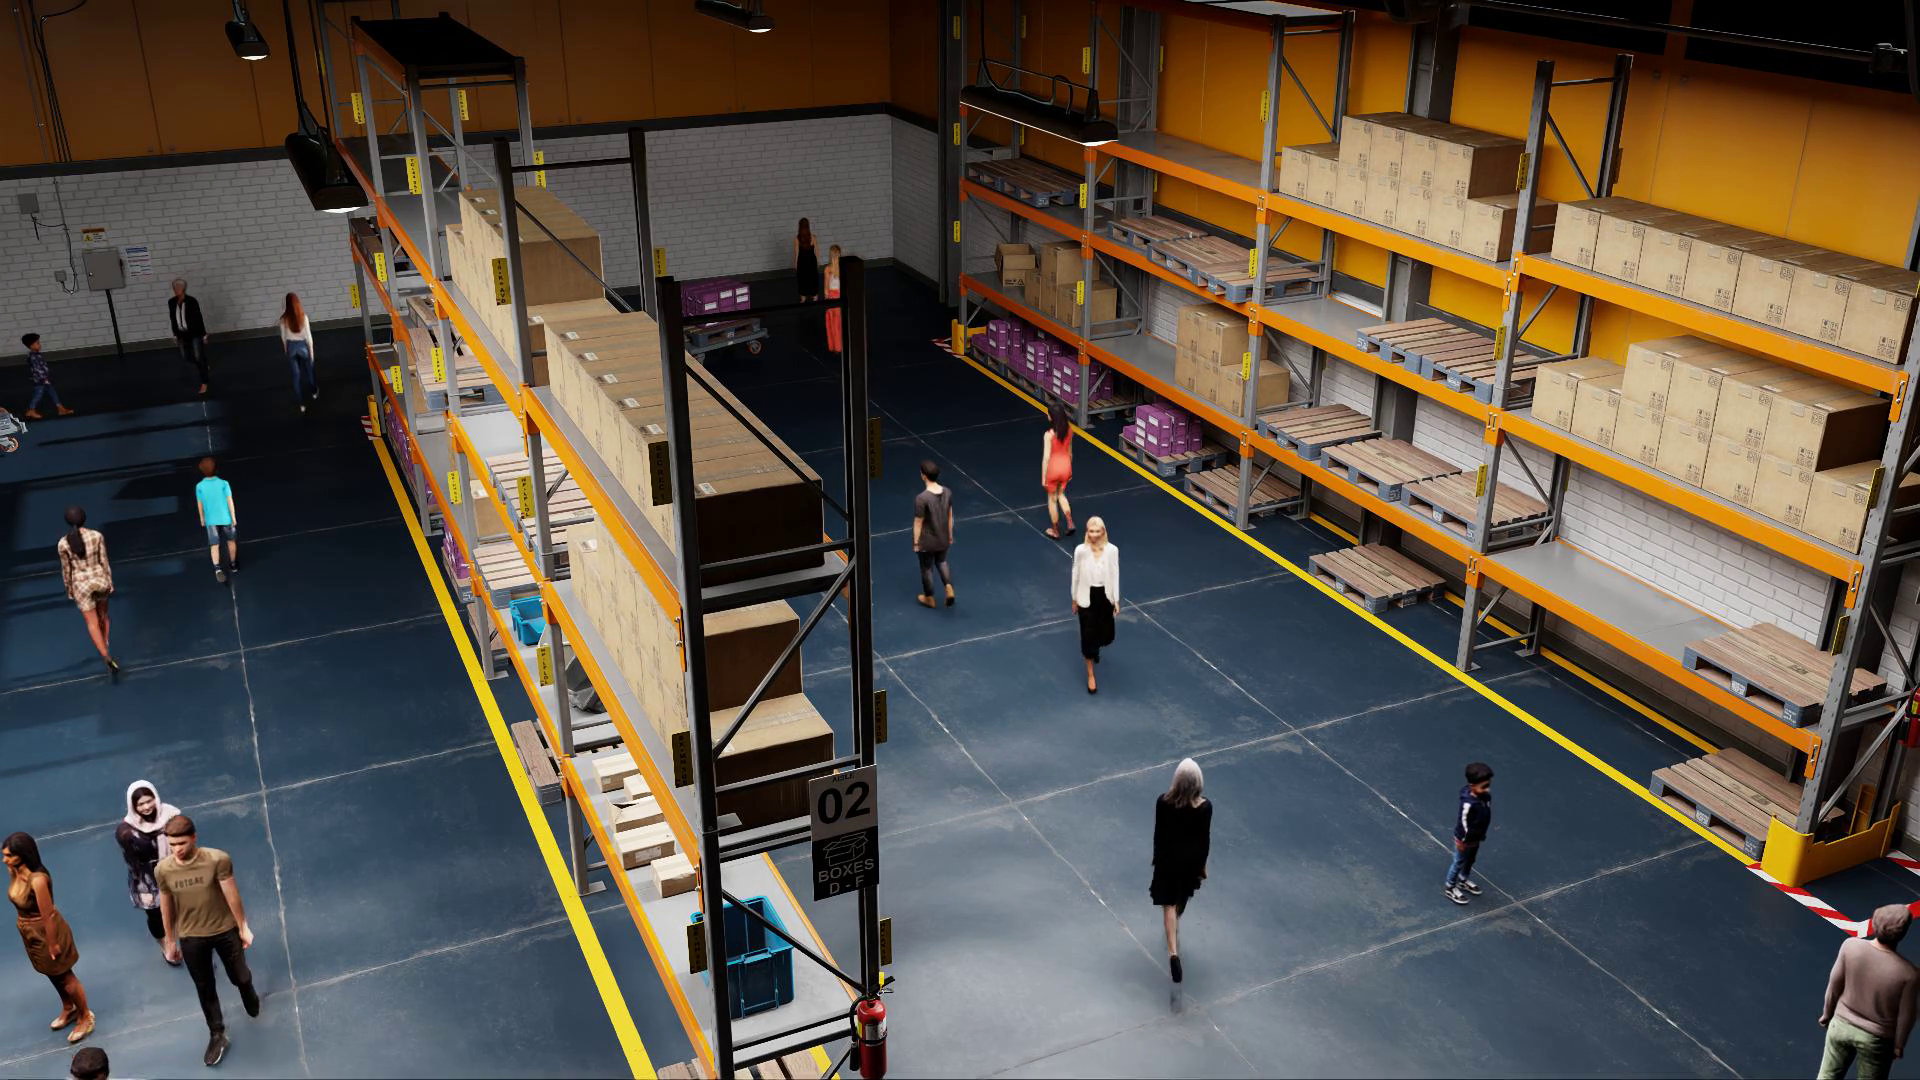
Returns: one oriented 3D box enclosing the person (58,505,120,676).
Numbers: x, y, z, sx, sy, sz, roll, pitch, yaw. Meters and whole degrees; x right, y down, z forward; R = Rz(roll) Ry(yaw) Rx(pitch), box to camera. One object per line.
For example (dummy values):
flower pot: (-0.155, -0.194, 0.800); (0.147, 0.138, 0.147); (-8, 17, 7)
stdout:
person: (-8.602, 0.527, 16.494); (0.725, 1.764, 1.108); (-17, 29, -33)

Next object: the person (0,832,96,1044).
person: (-6.342, 2.740, 11.531); (0.595, 1.683, 0.699); (16, 28, 32)

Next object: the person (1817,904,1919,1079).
person: (5.680, 3.102, 10.465); (0.805, 1.874, 0.657); (-21, 31, -39)

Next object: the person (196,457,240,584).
person: (-8.314, -0.224, 18.626); (0.596, 1.431, 0.905); (-7, 25, -16)

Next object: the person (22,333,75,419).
person: (-13.142, -2.315, 23.666); (0.718, 1.227, 0.839); (-3, 24, -6)

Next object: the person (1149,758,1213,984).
person: (1.606, 2.428, 12.208); (0.968, 1.713, 1.184); (3, 24, 6)

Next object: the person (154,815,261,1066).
person: (-5.171, 2.670, 11.491); (0.831, 1.843, 0.994); (-4, 24, -10)

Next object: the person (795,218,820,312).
person: (-2.651, -4.763, 28.768); (0.643, 1.625, 0.649); (-3, 24, -8)

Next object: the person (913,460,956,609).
person: (-0.245, -0.025, 17.833); (0.682, 1.702, 0.815); (-14, 27, -29)

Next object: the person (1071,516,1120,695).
person: (1.315, 0.599, 16.226); (0.799, 1.846, 0.907); (0, 24, -1)

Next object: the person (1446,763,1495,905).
person: (4.031, 2.292, 13.135); (0.553, 1.221, 0.537); (-18, 30, -36)

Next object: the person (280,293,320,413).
person: (-9.514, -2.664, 23.889); (0.775, 1.687, 1.163); (-5, 24, -10)

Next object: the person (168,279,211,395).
person: (-11.399, -3.089, 24.828); (0.966, 1.772, 0.958); (4, 24, 9)

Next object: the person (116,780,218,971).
person: (-5.967, 2.454, 12.277); (0.898, 1.610, 0.797); (18, 29, 35)

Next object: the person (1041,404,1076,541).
person: (1.198, -0.761, 19.513); (0.676, 1.705, 0.762); (-15, 28, -31)
